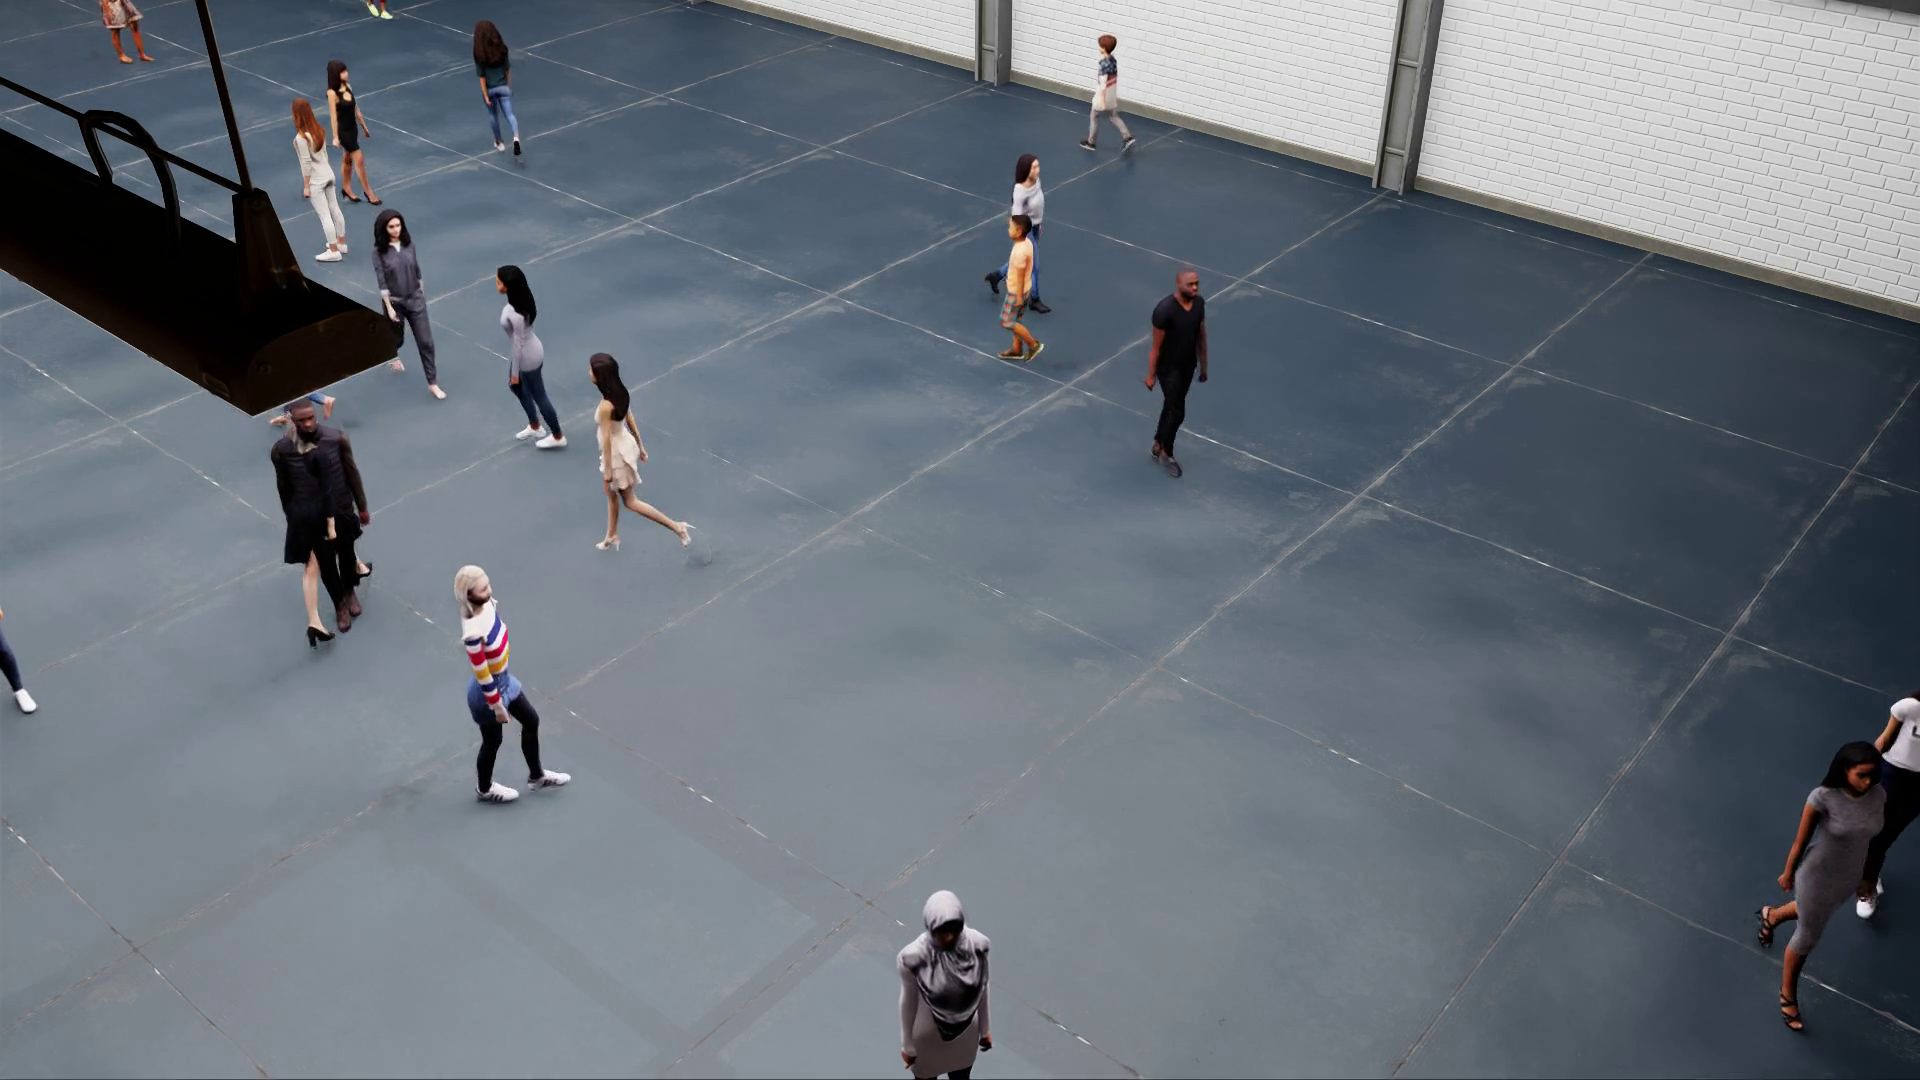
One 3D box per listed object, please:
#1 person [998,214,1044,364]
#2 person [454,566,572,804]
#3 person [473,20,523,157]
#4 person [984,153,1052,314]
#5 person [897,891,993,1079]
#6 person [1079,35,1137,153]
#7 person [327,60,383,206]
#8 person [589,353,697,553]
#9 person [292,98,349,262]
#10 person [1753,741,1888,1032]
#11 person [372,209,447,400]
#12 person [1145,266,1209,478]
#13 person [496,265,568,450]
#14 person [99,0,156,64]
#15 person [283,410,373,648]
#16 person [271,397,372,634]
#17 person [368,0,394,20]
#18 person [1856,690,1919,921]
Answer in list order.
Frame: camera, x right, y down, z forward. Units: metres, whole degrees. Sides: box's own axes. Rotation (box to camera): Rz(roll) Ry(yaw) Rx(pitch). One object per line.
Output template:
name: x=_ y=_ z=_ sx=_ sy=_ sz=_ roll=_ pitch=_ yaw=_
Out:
person: x=0.606 y=-2.305 z=15.326 sx=0.772 sy=1.452 sz=0.691 roll=4 pitch=34 yaw=7
person: x=-2.949 y=0.912 z=10.185 sx=0.990 sy=1.787 sz=0.923 roll=-1 pitch=34 yaw=-1
person: x=-5.484 y=-5.329 z=19.750 sx=0.825 sy=1.593 sz=1.079 roll=-17 pitch=37 yaw=-24
person: x=0.583 y=-3.001 z=16.235 sx=1.044 sy=1.605 sz=0.759 roll=16 pitch=37 yaw=22
person: x=-0.078 y=2.362 z=8.012 sx=0.689 sy=1.777 sz=0.702 roll=-10 pitch=35 yaw=-14
person: x=1.808 y=-5.316 z=19.886 sx=0.941 sy=1.420 sz=0.527 roll=23 pitch=40 yaw=31
person: x=-6.904 y=-4.526 z=18.509 sx=0.891 sy=1.628 sz=0.781 roll=8 pitch=34 yaw=12
person: x=-2.464 y=-0.589 z=12.519 sx=1.126 sy=1.702 sz=0.939 roll=4 pitch=34 yaw=6
person: x=-6.640 y=-3.743 z=17.254 sx=0.695 sy=1.713 sz=0.680 roll=7 pitch=34 yaw=11
person: x=4.617 y=1.758 z=8.935 sx=0.948 sy=1.761 sz=1.051 roll=-6 pitch=34 yaw=-8
person: x=-5.009 y=-2.130 z=14.816 sx=0.747 sy=1.725 sz=1.121 roll=-23 pitch=40 yaw=-30
person: x=1.714 y=-1.433 z=13.696 sx=0.767 sy=1.805 sz=0.771 roll=-22 pitch=40 yaw=-30
person: x=-3.497 y=-1.498 z=13.874 sx=0.858 sy=1.716 sz=0.796 roll=-2 pitch=34 yaw=-3
person: x=-11.604 y=-7.337 z=22.744 sx=0.891 sy=1.622 sz=0.736 roll=15 pitch=36 yaw=21
person: x=-4.555 y=-0.054 z=11.744 sx=1.231 sy=1.670 sz=1.036 roll=9 pitch=35 yaw=14
person: x=-4.546 y=-0.255 z=11.911 sx=0.828 sy=1.819 sz=0.848 roll=-16 pitch=37 yaw=-23
person: x=-8.698 y=-8.571 z=24.492 sx=0.655 sy=1.742 sz=0.578 roll=21 pitch=39 yaw=29
person: x=5.407 y=1.343 z=9.564 sx=0.846 sy=1.756 sz=0.929 roll=6 pitch=34 yaw=9
